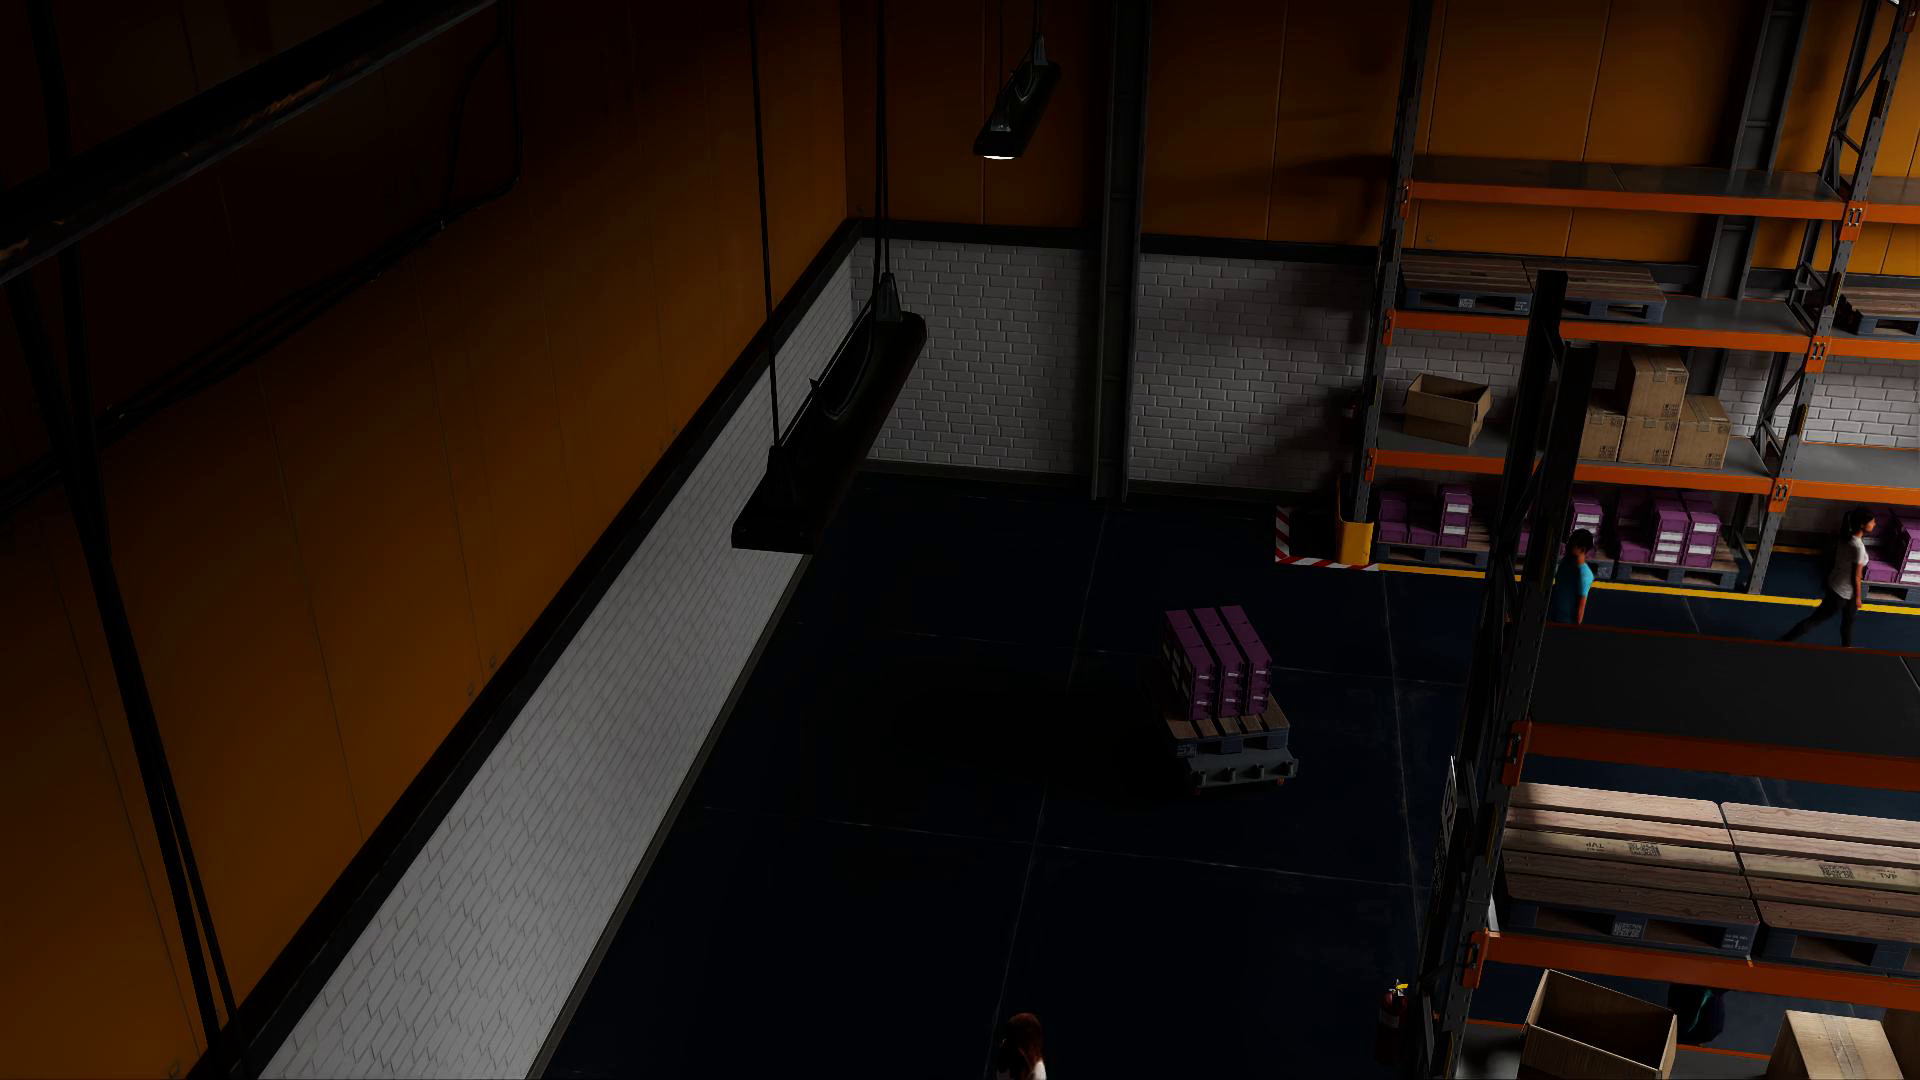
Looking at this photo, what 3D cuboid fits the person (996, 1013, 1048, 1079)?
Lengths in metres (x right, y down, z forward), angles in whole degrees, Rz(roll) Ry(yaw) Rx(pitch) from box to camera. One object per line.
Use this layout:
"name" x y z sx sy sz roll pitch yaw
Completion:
"person" 0.447 3.448 9.836 0.872 1.771 0.811 -15 32 -25

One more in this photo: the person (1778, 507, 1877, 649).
"person" 8.110 0.457 15.494 1.126 1.603 0.619 7 29 12

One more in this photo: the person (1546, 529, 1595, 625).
"person" 5.506 0.708 14.903 1.174 1.729 0.750 1 29 2
